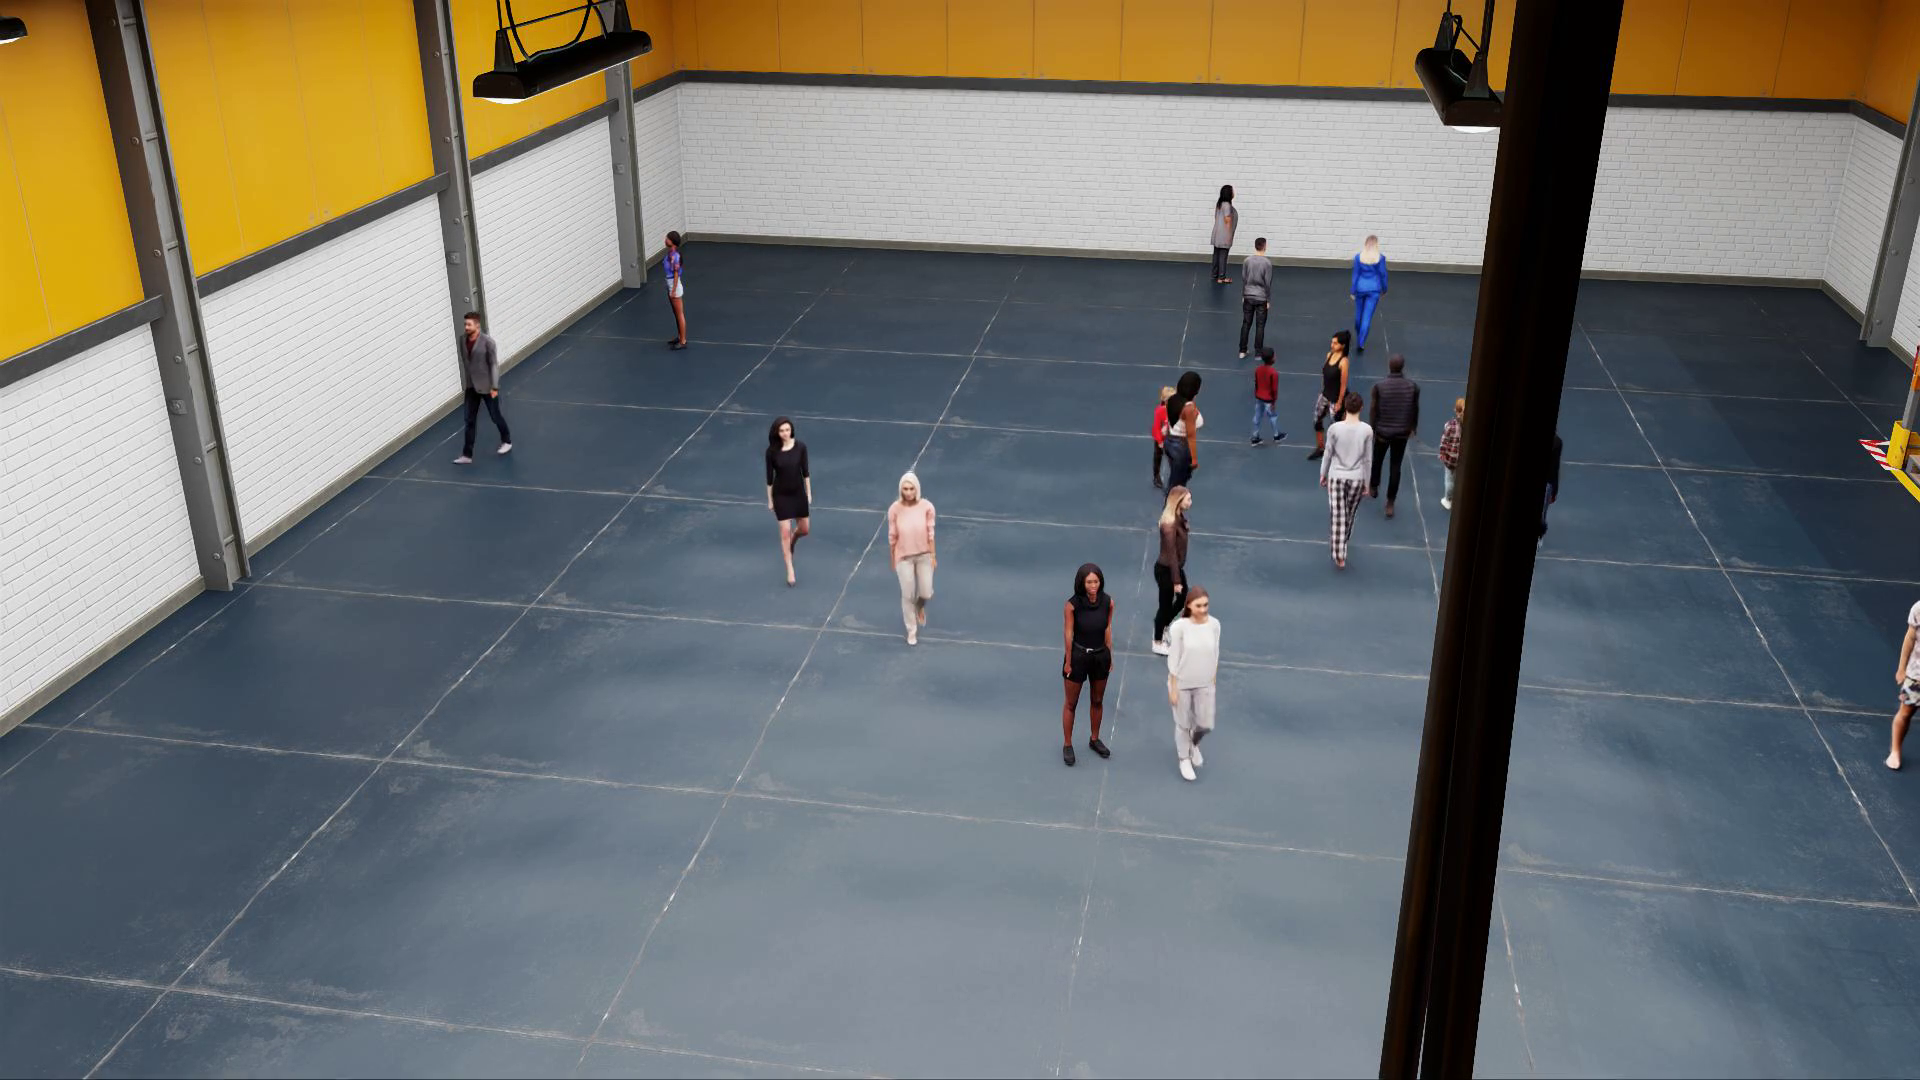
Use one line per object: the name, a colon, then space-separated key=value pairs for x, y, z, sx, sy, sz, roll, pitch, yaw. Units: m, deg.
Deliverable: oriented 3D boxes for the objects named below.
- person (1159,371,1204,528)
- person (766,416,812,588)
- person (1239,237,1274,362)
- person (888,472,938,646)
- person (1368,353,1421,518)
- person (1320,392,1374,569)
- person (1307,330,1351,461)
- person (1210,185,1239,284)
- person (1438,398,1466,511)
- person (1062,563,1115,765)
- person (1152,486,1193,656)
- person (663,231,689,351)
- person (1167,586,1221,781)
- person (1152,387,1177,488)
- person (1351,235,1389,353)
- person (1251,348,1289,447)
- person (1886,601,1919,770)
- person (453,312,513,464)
person: x=2.303 y=-0.946 z=18.067 sx=0.859 sy=1.784 sz=0.758 roll=-7 pitch=25 yaw=-16
person: x=-1.739 y=-0.423 z=16.869 sx=0.820 sy=1.785 sz=0.949 roll=-7 pitch=25 yaw=-16
person: x=4.247 y=-3.464 z=23.858 sx=0.679 sy=1.759 sz=0.651 roll=14 pitch=27 yaw=30
person: x=-0.445 y=0.128 z=15.695 sx=0.707 sy=1.715 sz=0.763 roll=-3 pitch=24 yaw=-6
person: x=4.831 y=-1.154 z=18.522 sx=0.701 sy=1.799 sz=1.098 roll=5 pitch=24 yaw=11
person: x=4.001 y=-0.581 z=17.213 sx=0.664 sy=1.798 sz=1.148 roll=3 pitch=24 yaw=7
person: x=4.576 y=-1.735 z=20.036 sx=0.834 sy=1.651 sz=0.770 roll=-11 pitch=26 yaw=-24
person: x=4.411 y=-5.156 z=27.914 sx=0.813 sy=1.610 sz=0.735 roll=-7 pitch=25 yaw=-15
person: x=5.592 y=-0.944 z=18.667 sx=0.582 sy=1.299 sz=0.590 roll=-2 pitch=24 yaw=-4
person: x=1.045 y=0.999 z=13.670 sx=0.670 sy=1.741 sz=0.683 roll=-9 pitch=25 yaw=-19
person: x=1.857 y=0.283 z=15.371 sx=0.712 sy=1.690 sz=0.562 roll=9 pitch=25 yaw=19
person: x=-4.164 y=-3.669 z=24.350 sx=0.721 sy=1.741 sz=0.593 roll=-6 pitch=24 yaw=-13
person: x=1.848 y=1.118 z=13.473 sx=0.709 sy=1.681 sz=0.737 roll=-5 pitch=24 yaw=-12
person: x=2.361 y=-1.178 z=19.263 sx=0.720 sy=1.250 sz=0.949 roll=-6 pitch=24 yaw=-13
person: x=5.906 y=-3.548 z=24.171 sx=0.860 sy=1.662 sz=1.194 roll=12 pitch=26 yaw=25
person: x=3.750 y=-1.751 z=20.591 sx=0.834 sy=1.237 sz=0.749 roll=-19 pitch=30 yaw=-37
person: x=7.909 y=1.033 z=13.508 sx=0.721 sy=1.809 sz=0.647 roll=10 pitch=25 yaw=21
person: x=-5.731 y=-1.859 z=20.096 sx=0.850 sy=1.830 sz=1.174 roll=9 pitch=25 yaw=19
